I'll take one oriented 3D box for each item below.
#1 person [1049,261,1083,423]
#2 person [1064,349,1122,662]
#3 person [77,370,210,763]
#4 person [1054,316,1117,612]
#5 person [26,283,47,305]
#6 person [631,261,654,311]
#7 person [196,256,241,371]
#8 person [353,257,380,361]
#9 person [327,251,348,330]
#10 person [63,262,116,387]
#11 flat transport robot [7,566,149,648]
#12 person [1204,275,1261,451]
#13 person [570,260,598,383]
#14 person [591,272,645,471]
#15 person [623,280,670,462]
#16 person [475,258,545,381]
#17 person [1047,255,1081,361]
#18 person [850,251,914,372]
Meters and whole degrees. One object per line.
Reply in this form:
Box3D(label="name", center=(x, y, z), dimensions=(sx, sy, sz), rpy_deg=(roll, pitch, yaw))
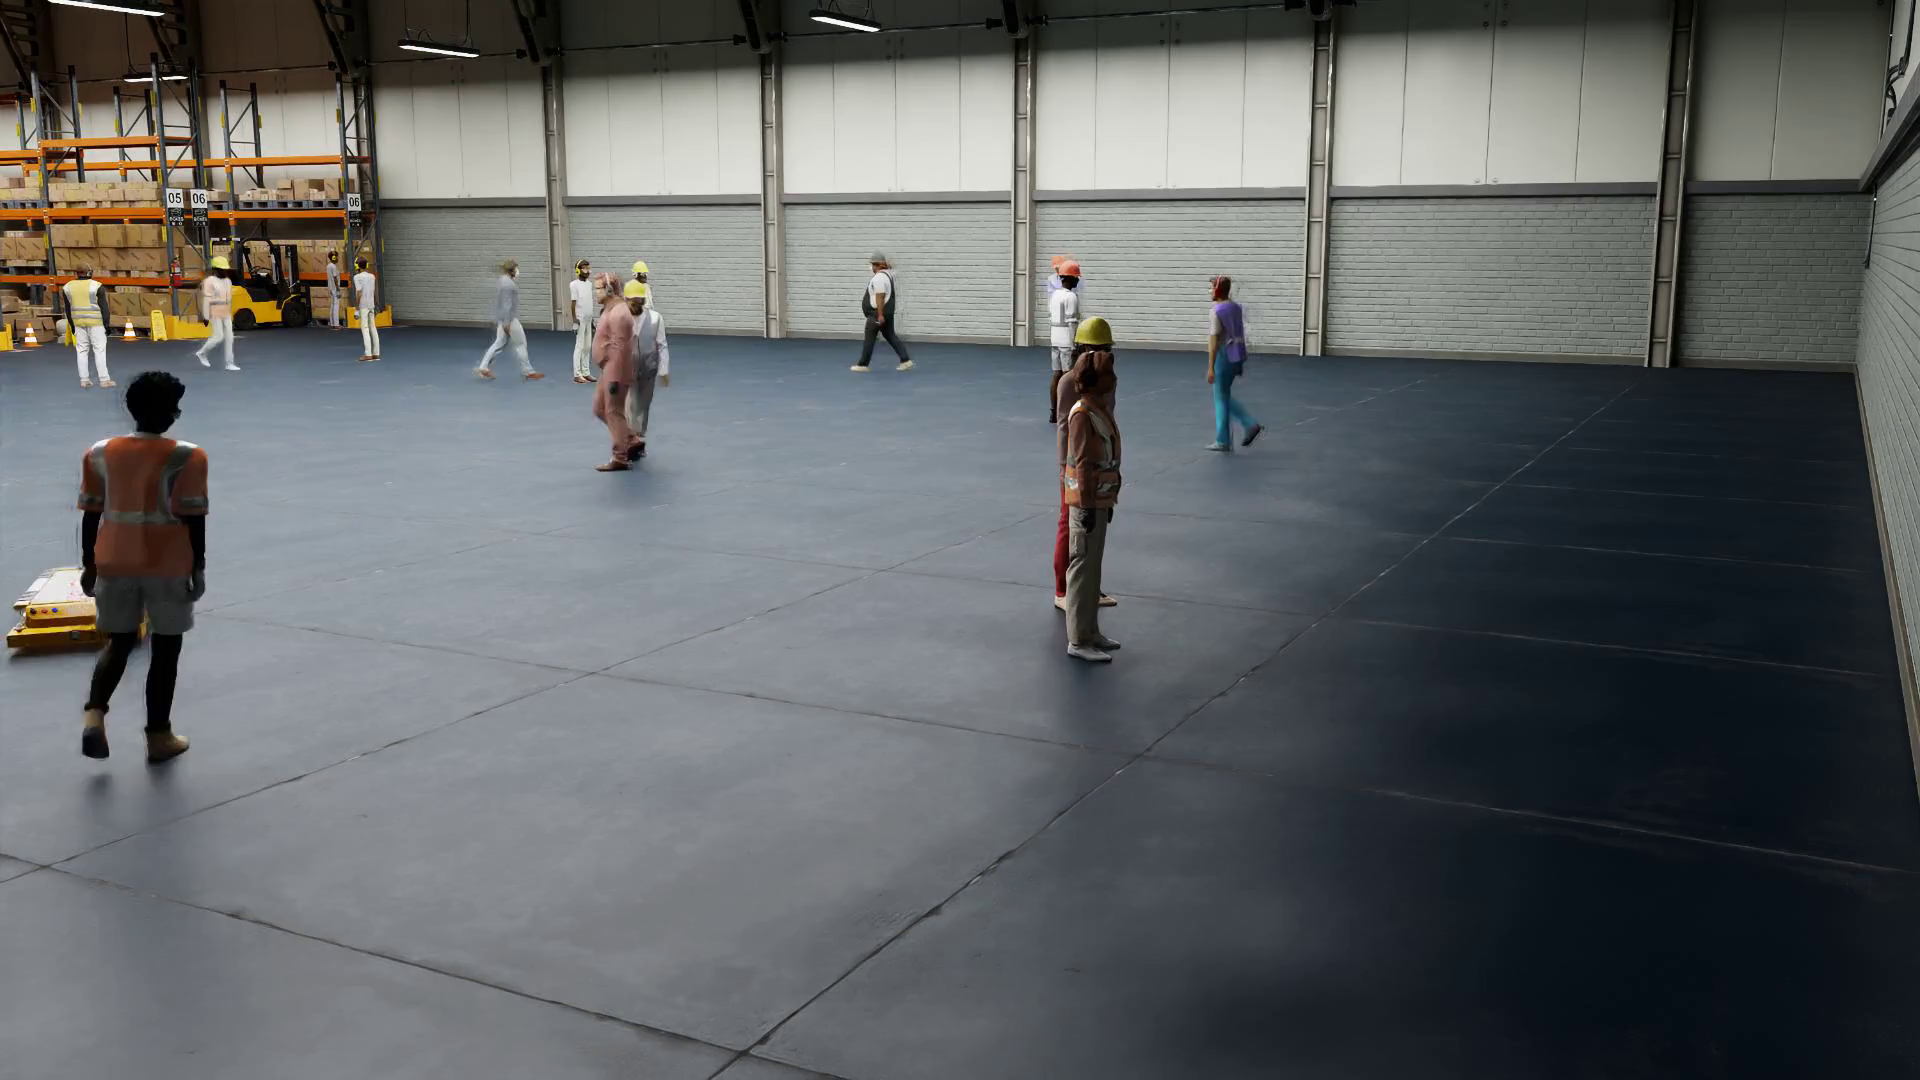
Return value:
Box3D(label="person", center=(1.276, -2.345, 19.813), dimensions=(0.379, 1.937, 0.548), rpy_deg=(-4, 11, -22))
Box3D(label="person", center=(0.704, -0.188, 8.853), dimensions=(0.308, 1.645, 0.514), rpy_deg=(3, 11, 15))
Box3D(label="person", center=(-3.456, 0.131, 7.034), dimensions=(0.537, 1.674, 0.547), rpy_deg=(0, 10, 2))
Box3D(label="person", center=(0.780, -0.448, 9.936), dimensions=(0.327, 1.767, 0.533), rpy_deg=(9, 14, 40))
Box3D(label="person", center=(-24.743, -6.868, 44.553), dimensions=(0.404, 1.918, 0.580), rpy_deg=(4, 11, 23))
Box3D(label="person", center=(-5.045, -3.480, 26.287), dimensions=(0.404, 1.829, 0.600), rpy_deg=(4, 11, 21))
Box3D(label="person", center=(-12.318, -3.748, 27.563), dimensions=(0.660, 1.902, 0.615), rpy_deg=(3, 11, 18))
Box3D(label="person", center=(-10.638, -4.125, 29.729), dimensions=(0.330, 1.864, 0.512), rpy_deg=(4, 11, 22))
Box3D(label="person", center=(-14.873, -5.943, 39.608), dimensions=(0.328, 1.876, 0.513), rpy_deg=(-8, 13, -38))
Box3D(label="person", center=(-12.897, -3.184, 24.651), dimensions=(0.627, 1.844, 0.429), rpy_deg=(0, 10, -1))
Box3D(label="flat transport robot", center=(-5.033, 0.354, 9.644), dimensions=(0.652, 0.197, 1.431), rpy_deg=(-4, 11, -20))
Box3D(label="person", center=(2.795, -1.822, 17.247), dimensions=(0.504, 1.831, 0.587), rpy_deg=(7, 12, 32))
Box3D(label="person", center=(-5.727, -3.327, 25.353), dimensions=(0.311, 1.869, 0.533), rpy_deg=(4, 11, 21))
Box3D(label="person", center=(-3.313, -1.595, 15.847), dimensions=(0.427, 1.888, 0.657), rpy_deg=(-3, 11, -15))
Box3D(label="person", center=(-3.191, -1.678, 16.557), dimensions=(0.607, 1.787, 0.888), rpy_deg=(-4, 11, -20))
Box3D(label="person", center=(-7.013, -3.390, 25.654), dimensions=(1.014, 1.900, 0.624), rpy_deg=(-4, 11, -23))
Box3D(label="person", center=(1.888, -3.995, 28.958), dimensions=(0.752, 1.894, 0.409), rpy_deg=(0, 10, -2))
Box3D(label="person", center=(-1.259, -3.782, 27.368), dimensions=(1.013, 2.000, 0.692), rpy_deg=(3, 11, 14))
